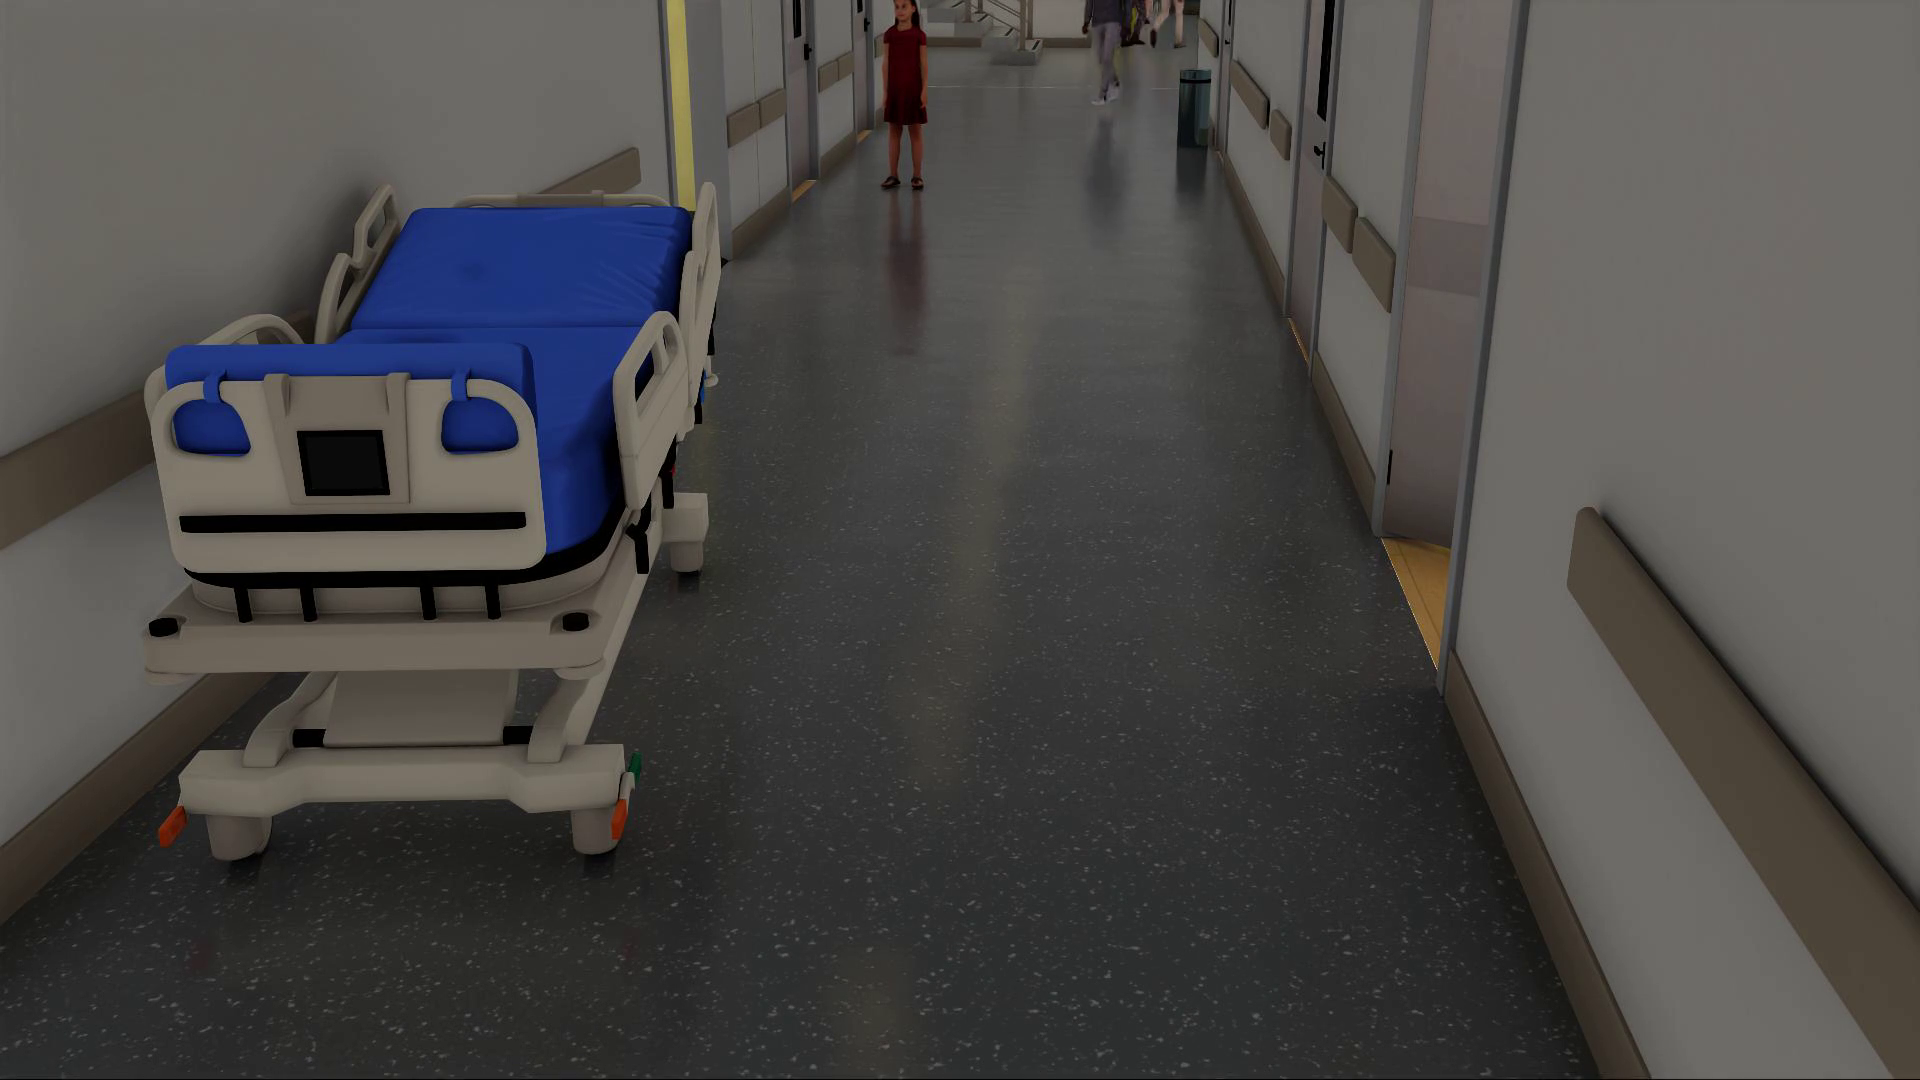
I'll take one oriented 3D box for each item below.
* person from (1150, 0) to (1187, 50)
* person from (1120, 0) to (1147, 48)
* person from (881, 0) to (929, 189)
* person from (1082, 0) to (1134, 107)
[{"bbox_3d":[3.393,-8.916,27.018,1.084,1.828,1.059,17,26,37],"label":"person"},{"bbox_3d":[2.793,-9.025,27.497,0.822,1.692,0.760,-11,23,-27],"label":"person"},{"bbox_3d":[-0.441,-3.673,13.553,0.572,1.553,0.635,4,21,11],"label":"person"},{"bbox_3d":[1.746,-5.960,19.235,1.192,1.812,1.073,12,24,29],"label":"person"}]
